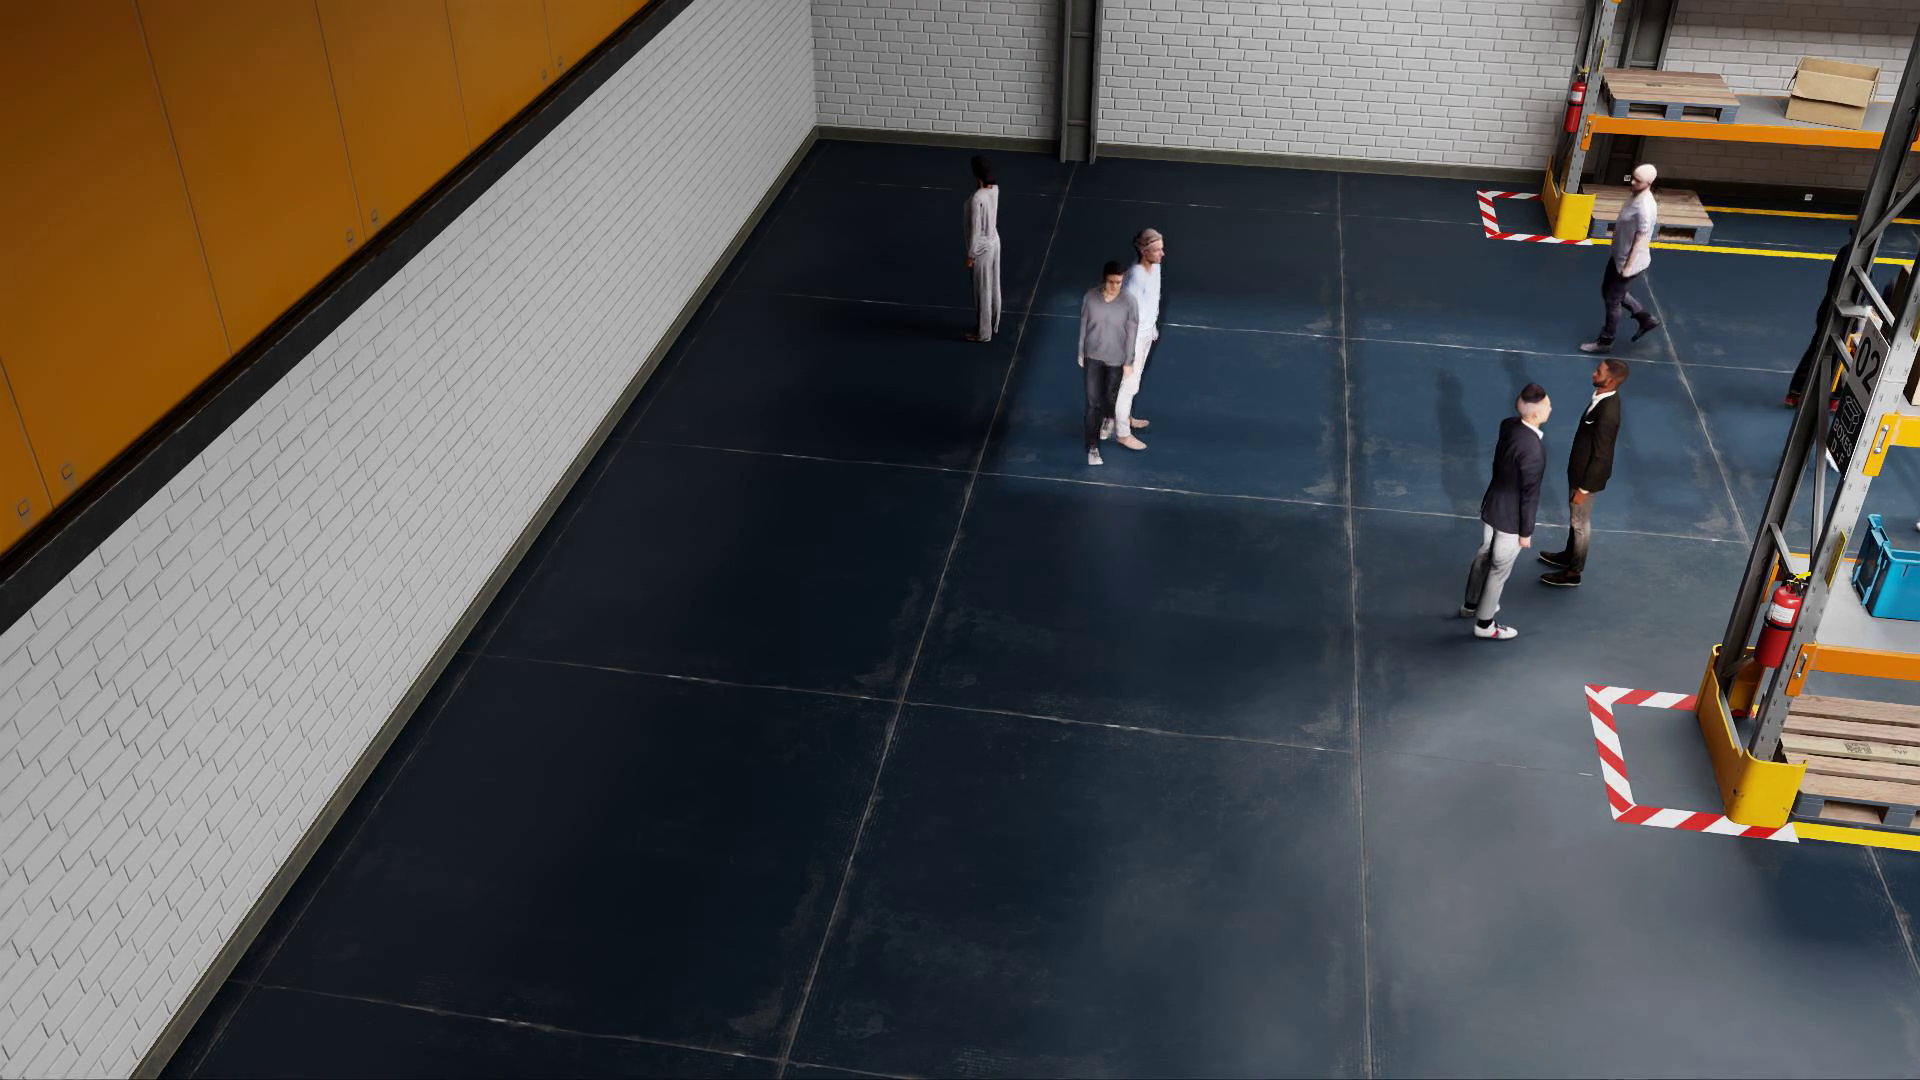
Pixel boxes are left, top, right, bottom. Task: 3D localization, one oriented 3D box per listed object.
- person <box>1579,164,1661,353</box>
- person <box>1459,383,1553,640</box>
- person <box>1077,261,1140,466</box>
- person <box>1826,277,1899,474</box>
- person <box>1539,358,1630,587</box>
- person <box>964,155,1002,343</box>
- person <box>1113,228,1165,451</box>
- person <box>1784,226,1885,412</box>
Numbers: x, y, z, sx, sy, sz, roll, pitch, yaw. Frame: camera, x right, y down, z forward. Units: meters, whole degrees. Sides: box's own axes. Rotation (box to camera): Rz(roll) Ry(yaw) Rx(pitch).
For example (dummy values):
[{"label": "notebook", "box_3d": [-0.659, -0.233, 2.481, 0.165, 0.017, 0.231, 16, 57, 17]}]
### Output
[{"label": "person", "box_3d": [6.043, -2.470, 14.828, 0.884, 1.812, 0.656, 6, 34, 10]}, {"label": "person", "box_3d": [3.734, -0.228, 11.331, 0.688, 1.950, 0.771, -3, 34, -4]}, {"label": "person", "box_3d": [1.186, -1.514, 13.472, 1.067, 1.721, 0.720, 7, 34, 11]}, {"label": "person", "box_3d": [7.152, -1.274, 13.155, 0.783, 1.673, 0.759, -2, 34, -3]}, {"label": "person", "box_3d": [4.482, -0.491, 11.862, 0.588, 1.799, 0.678, 9, 35, 14]}, {"label": "person", "box_3d": [0.229, -2.654, 15.139, 0.638, 1.774, 0.655, 17, 37, 24]}, {"label": "person", "box_3d": [1.417, -1.679, 13.569, 0.764, 1.889, 0.749, 13, 36, 18]}, {"label": "person", "box_3d": [7.310, -1.875, 13.998, 0.808, 1.739, 0.699, 3, 34, 4]}]
